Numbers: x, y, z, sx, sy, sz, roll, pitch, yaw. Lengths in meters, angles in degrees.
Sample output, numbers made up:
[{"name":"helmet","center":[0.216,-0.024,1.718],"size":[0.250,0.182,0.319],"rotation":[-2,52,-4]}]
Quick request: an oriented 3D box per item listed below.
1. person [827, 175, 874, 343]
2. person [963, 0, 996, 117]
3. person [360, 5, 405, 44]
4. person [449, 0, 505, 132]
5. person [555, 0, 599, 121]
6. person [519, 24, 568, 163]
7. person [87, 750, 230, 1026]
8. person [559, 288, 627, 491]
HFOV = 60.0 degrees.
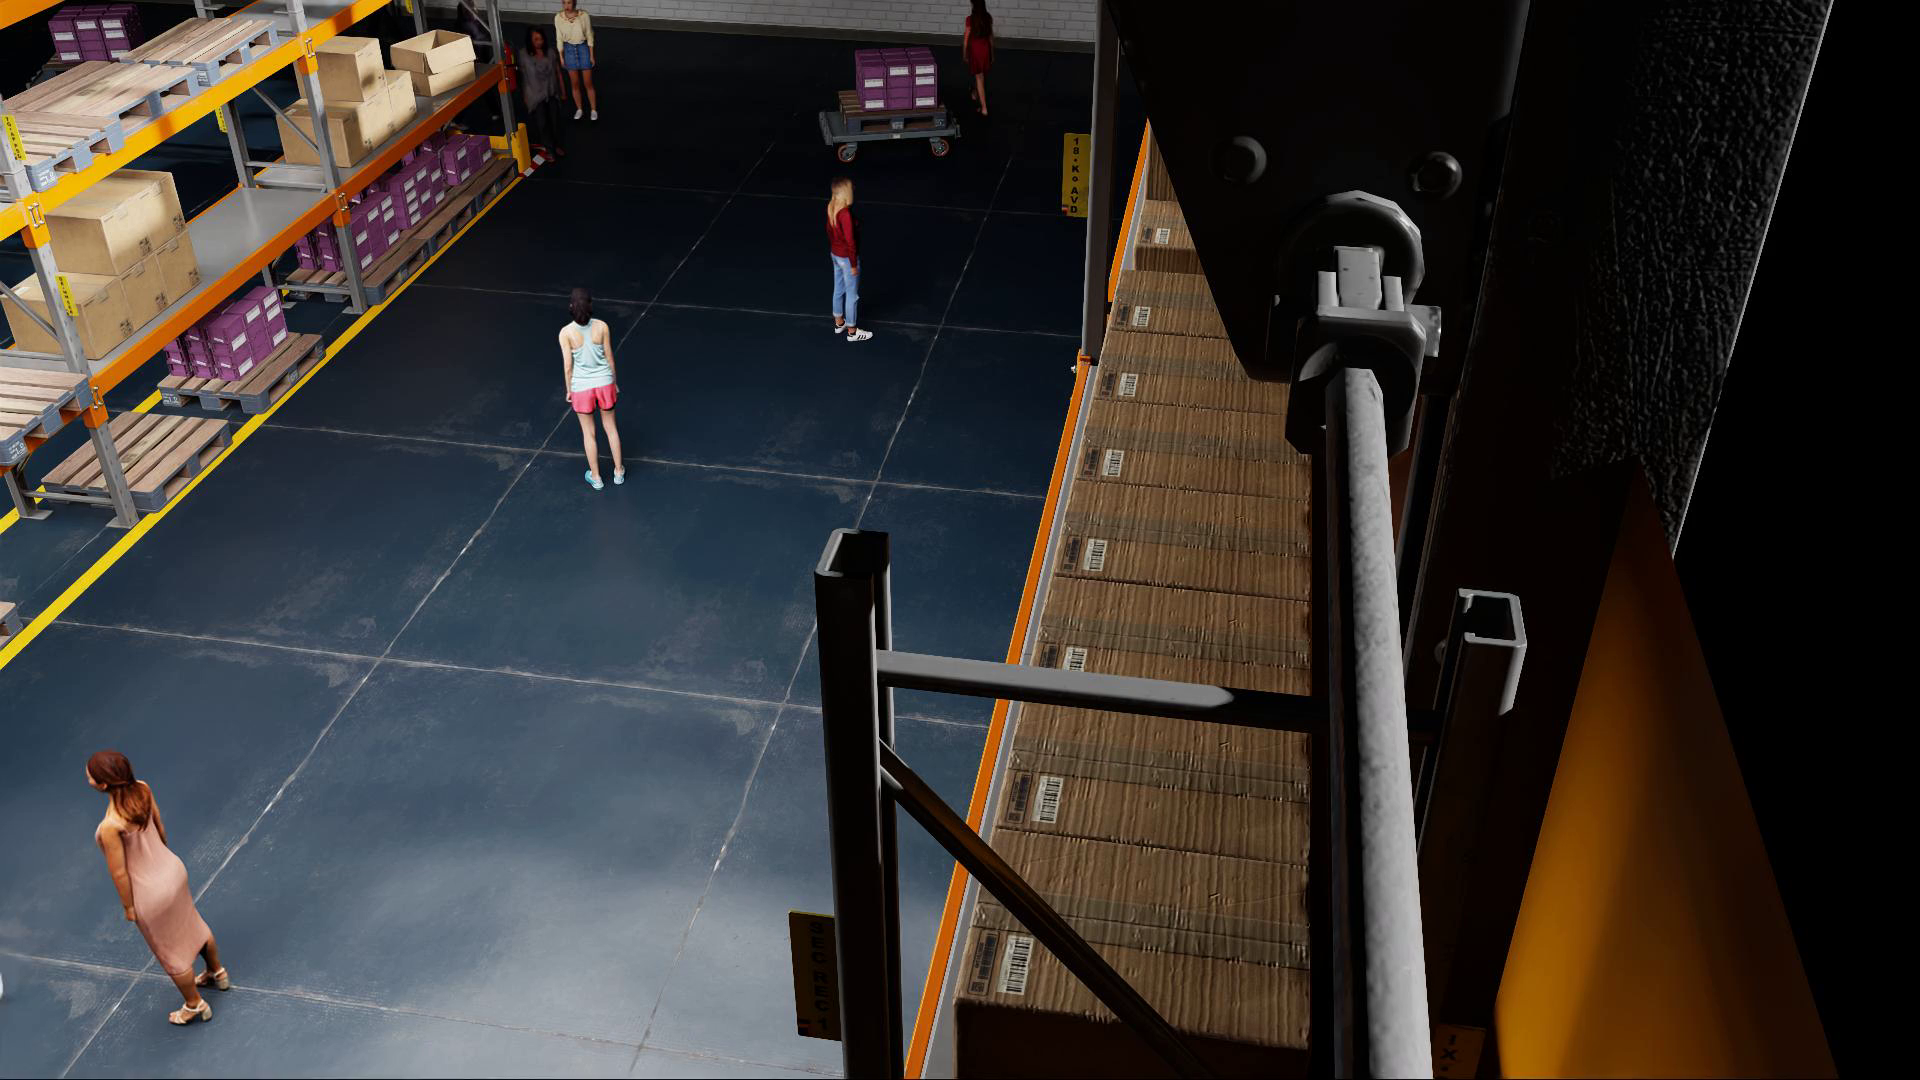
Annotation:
[{"name":"person","center":[-1.093,-2.707,15.902],"size":[0.742,1.635,0.669],"rotation":[-19,38,-26]},{"name":"person","center":[0.270,-6.183,21.248],"size":[0.906,1.507,1.091],"rotation":[-13,36,-18]},{"name":"person","center":[-8.285,-7.969,23.679],"size":[0.828,1.790,1.000],"rotation":[11,35,16]},{"name":"person","center":[-6.140,-5.862,20.706],"size":[1.194,1.573,1.094],"rotation":[-24,40,-31]},{"name":"person","center":[-4.846,-6.154,21.093],"size":[0.696,1.630,0.652],"rotation":[-2,34,-3]},{"name":"person","center":[-5.032,-5.401,19.992],"size":[0.824,1.595,0.879],"rotation":[-20,38,-27]},{"name":"person","center":[-4.284,1.843,8.881],"size":[0.645,1.830,0.477],"rotation":[3,34,4]},{"name":"person","center":[-3.003,-1.241,13.581],"size":[0.692,1.764,0.724],"rotation":[-14,36,-20]}]
